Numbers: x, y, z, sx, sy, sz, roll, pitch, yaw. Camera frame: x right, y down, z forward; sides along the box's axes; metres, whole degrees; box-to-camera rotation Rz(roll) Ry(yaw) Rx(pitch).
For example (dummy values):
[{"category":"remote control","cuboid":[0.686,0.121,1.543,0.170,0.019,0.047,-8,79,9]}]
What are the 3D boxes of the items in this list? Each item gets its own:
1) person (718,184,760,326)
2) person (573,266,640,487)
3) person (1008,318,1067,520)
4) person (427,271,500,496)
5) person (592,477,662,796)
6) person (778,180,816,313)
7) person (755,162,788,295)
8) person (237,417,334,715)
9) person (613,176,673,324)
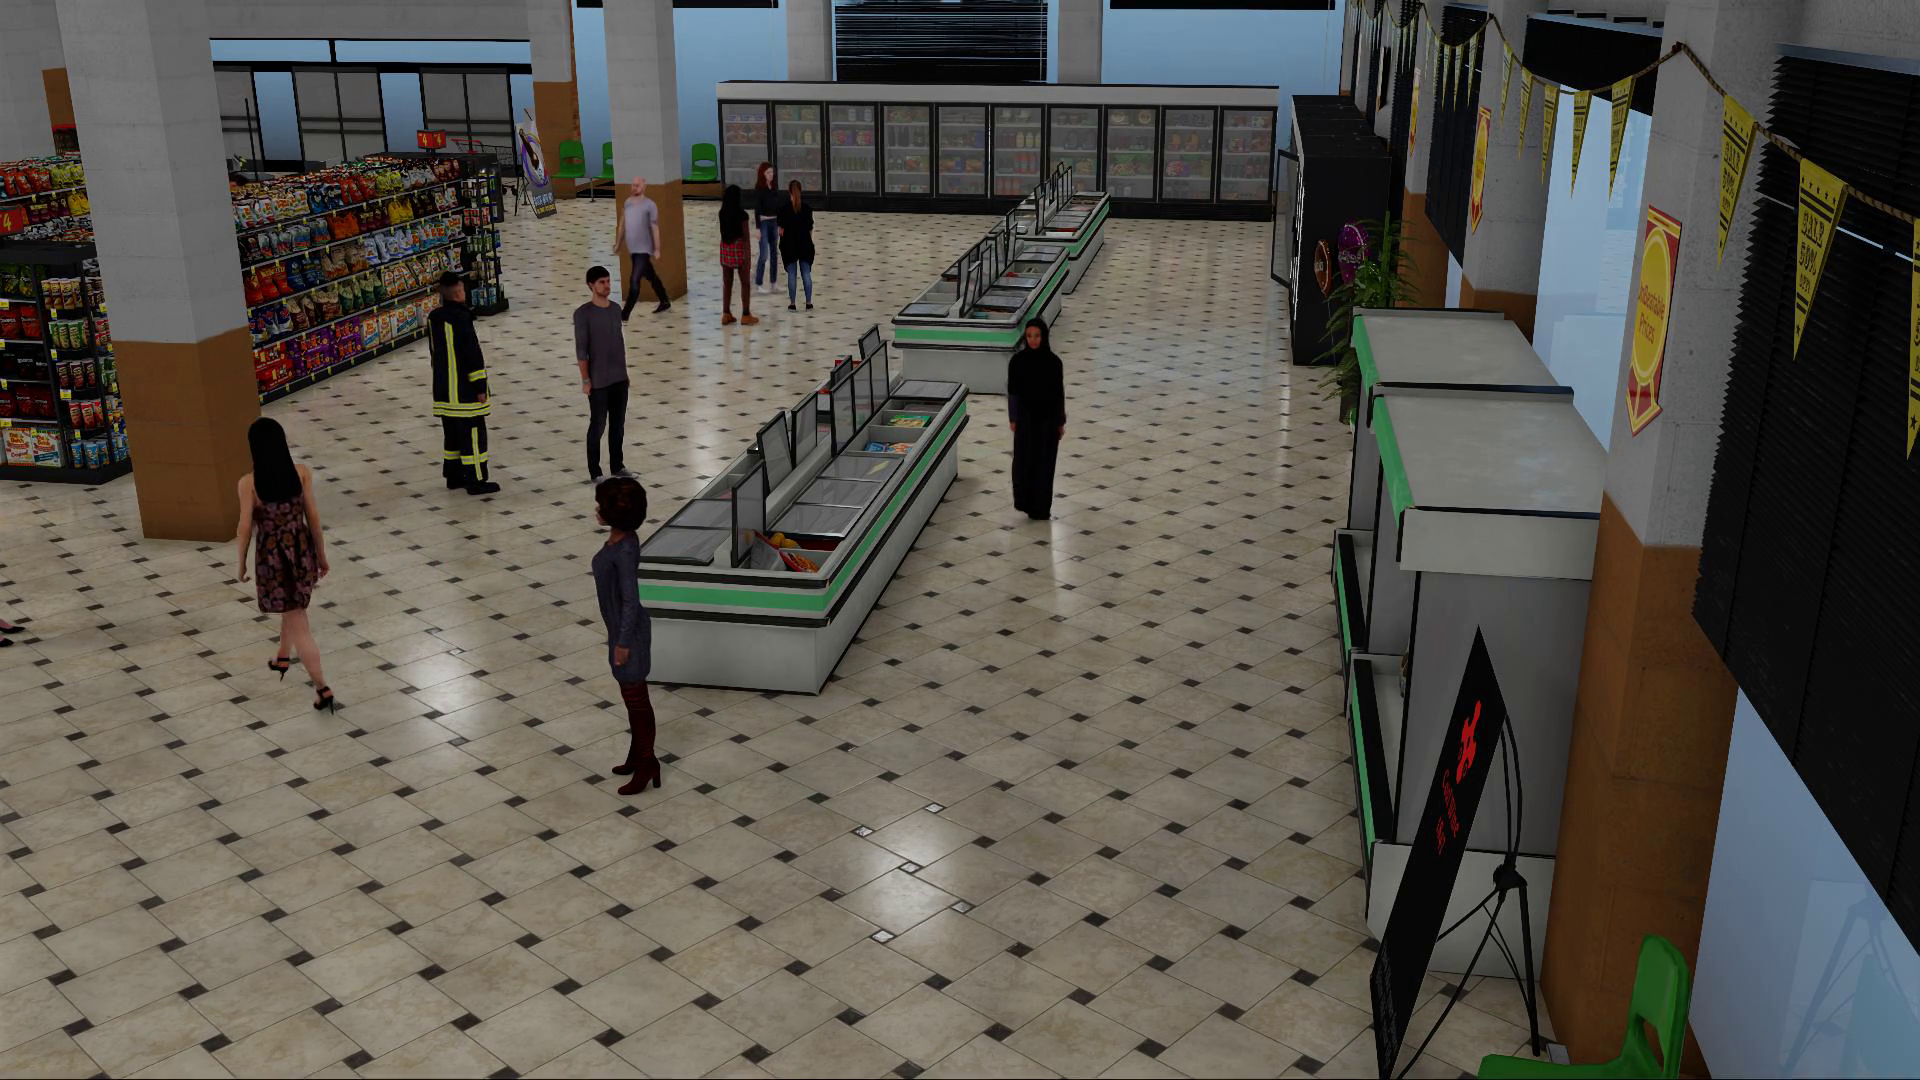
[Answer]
[{"category":"person","cuboid":[-2.825,-3.523,20.597,0.679,1.721,0.700,9,21,26]},{"category":"person","cuboid":[-3.010,-1.396,14.081,0.803,1.853,0.638,12,22,32]},{"category":"person","cuboid":[0.611,-0.979,13.239,0.690,1.602,0.773,-1,19,-3]},{"category":"person","cuboid":[-4.167,-1.312,13.819,0.871,1.862,0.878,15,24,37]},{"category":"person","cuboid":[-1.738,0.493,8.702,0.722,1.711,0.594,-5,19,-14]},{"category":"person","cuboid":[-2.102,-3.791,21.453,0.691,1.683,0.661,-2,19,-7]},{"category":"person","cuboid":[-2.646,-4.232,22.597,0.759,1.787,0.646,13,22,33]},{"category":"person","cuboid":[-3.823,0.192,9.550,1.032,1.741,1.077,17,25,40]},{"category":"person","cuboid":[-3.917,-3.613,20.784,1.126,1.772,1.367,16,24,39]}]
